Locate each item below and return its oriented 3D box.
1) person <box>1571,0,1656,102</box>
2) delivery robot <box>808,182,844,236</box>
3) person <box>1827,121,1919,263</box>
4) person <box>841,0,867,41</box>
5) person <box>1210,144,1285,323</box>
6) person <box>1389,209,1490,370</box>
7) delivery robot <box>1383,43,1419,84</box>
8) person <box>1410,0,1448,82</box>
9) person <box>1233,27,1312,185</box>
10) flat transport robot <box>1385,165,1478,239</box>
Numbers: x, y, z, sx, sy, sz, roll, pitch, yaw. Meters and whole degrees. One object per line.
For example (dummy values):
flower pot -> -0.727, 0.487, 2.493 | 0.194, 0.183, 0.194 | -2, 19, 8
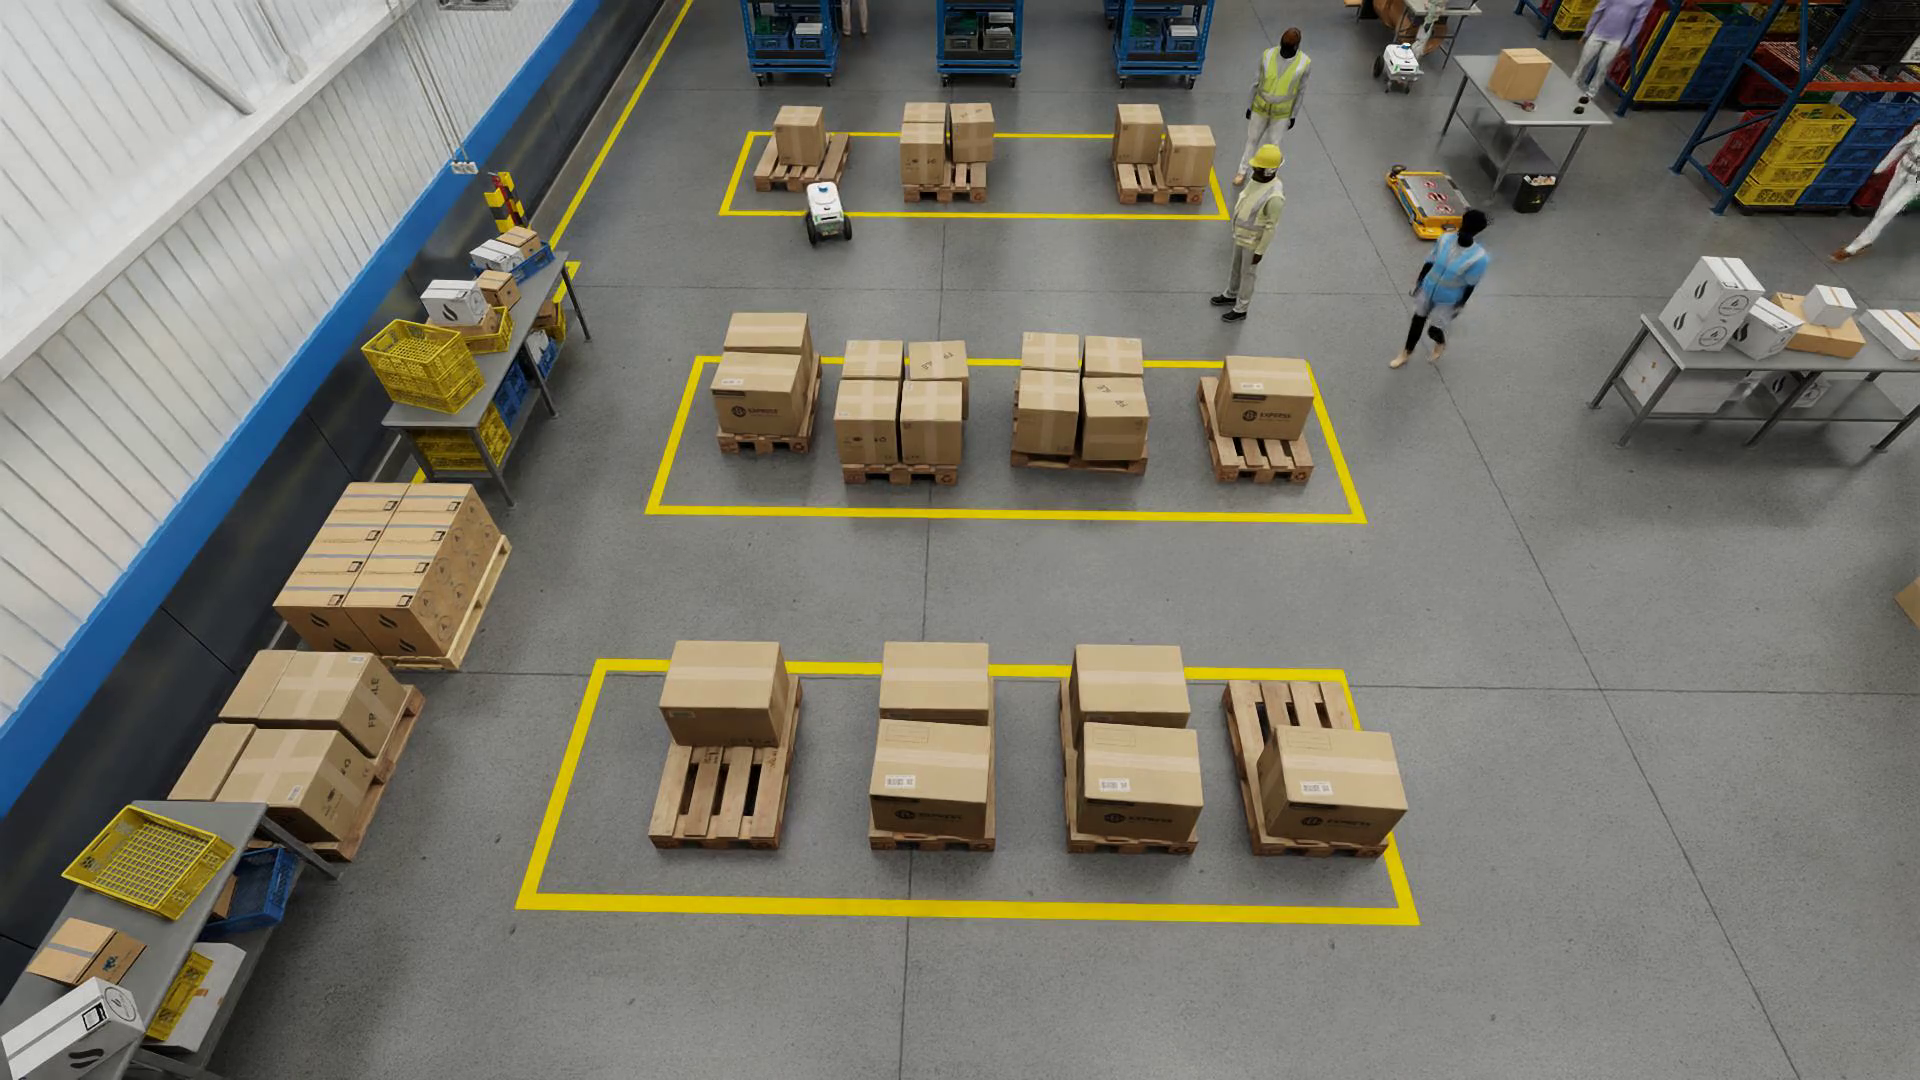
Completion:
person -> 8.656, -6.710, 12.235 | 0.629, 1.932, 0.376 | 33, 57, 25
delivery robot -> -1.561, -3.885, 10.632 | 0.477, 0.478, 0.707 | -9, 50, -8
person -> 10.125, -3.871, 9.819 | 0.820, 1.858, 0.626 | -10, 50, -9
person -> -1.643, -8.704, 13.932 | 0.622, 1.980, 0.409 | -17, 51, -14
person -> 2.879, -3.034, 9.117 | 0.404, 1.828, 0.602 | -7, 50, -6
person -> 4.530, -2.323, 8.594 | 0.430, 1.689, 0.544 | -25, 54, -20
delivery robot -> 6.376, -6.918, 13.257 | 0.477, 0.478, 0.707 | 4, 49, 3
person -> 6.725, -7.452, 13.073 | 0.316, 1.631, 0.527 | 27, 54, 21
person -> 3.714, -5.107, 10.909 | 0.622, 1.838, 0.429 | 20, 52, 16
flat transport robot -> 5.692, -4.094, 11.059 | 0.652, 0.197, 1.431 | 1, 49, 1
